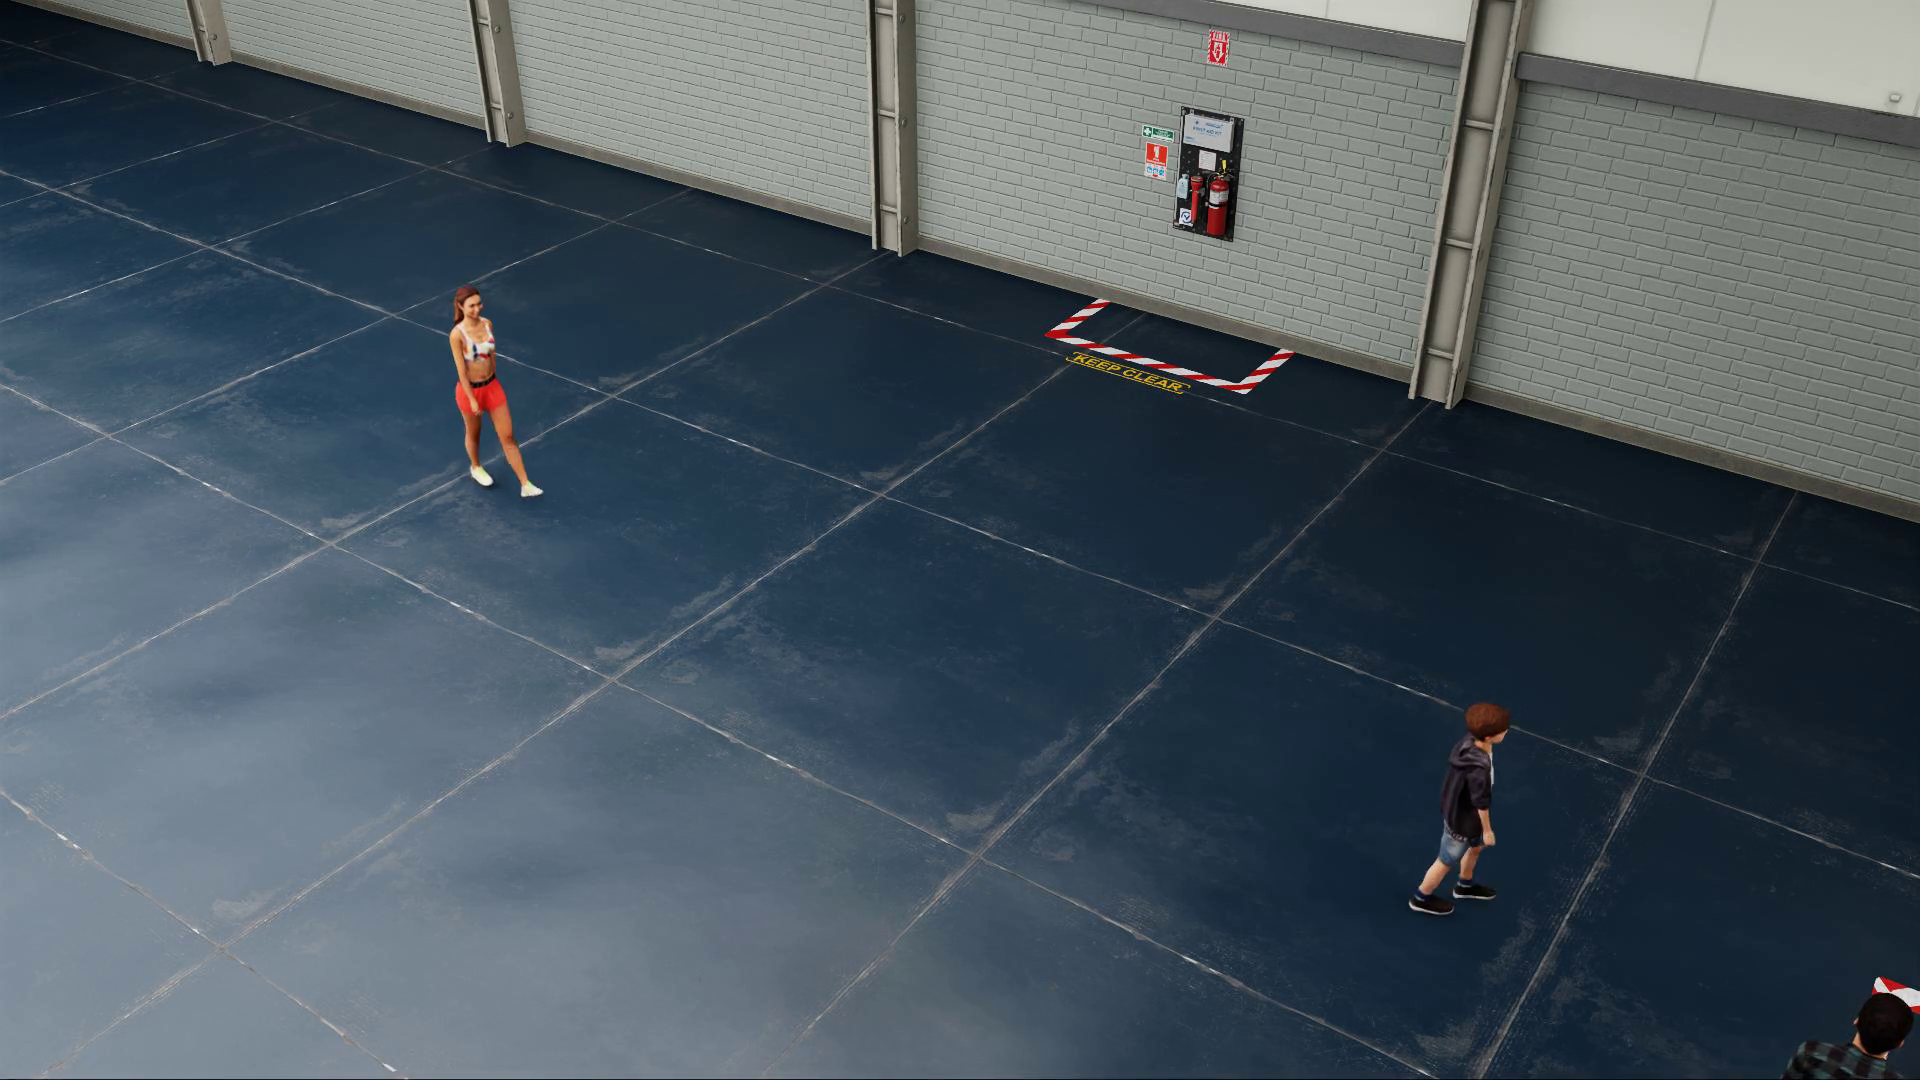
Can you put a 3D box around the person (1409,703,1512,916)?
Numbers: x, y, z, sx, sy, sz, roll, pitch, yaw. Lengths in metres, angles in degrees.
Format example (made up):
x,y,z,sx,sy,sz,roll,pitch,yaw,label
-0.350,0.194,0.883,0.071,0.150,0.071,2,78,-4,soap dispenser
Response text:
x,y,z,sx,sy,sz,roll,pitch,yaw,label
2.686,1.486,9.062,0.815,1.429,0.704,5,33,8,person

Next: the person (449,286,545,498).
x,y,z,sx,sy,sz,roll,pitch,yaw,label
-3.794,-1.159,12.950,1.113,1.754,0.645,26,40,35,person

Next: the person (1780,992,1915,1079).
x,y,z,sx,sy,sz,roll,pitch,yaw,label
3.619,2.608,7.012,0.661,1.698,0.734,19,37,27,person
